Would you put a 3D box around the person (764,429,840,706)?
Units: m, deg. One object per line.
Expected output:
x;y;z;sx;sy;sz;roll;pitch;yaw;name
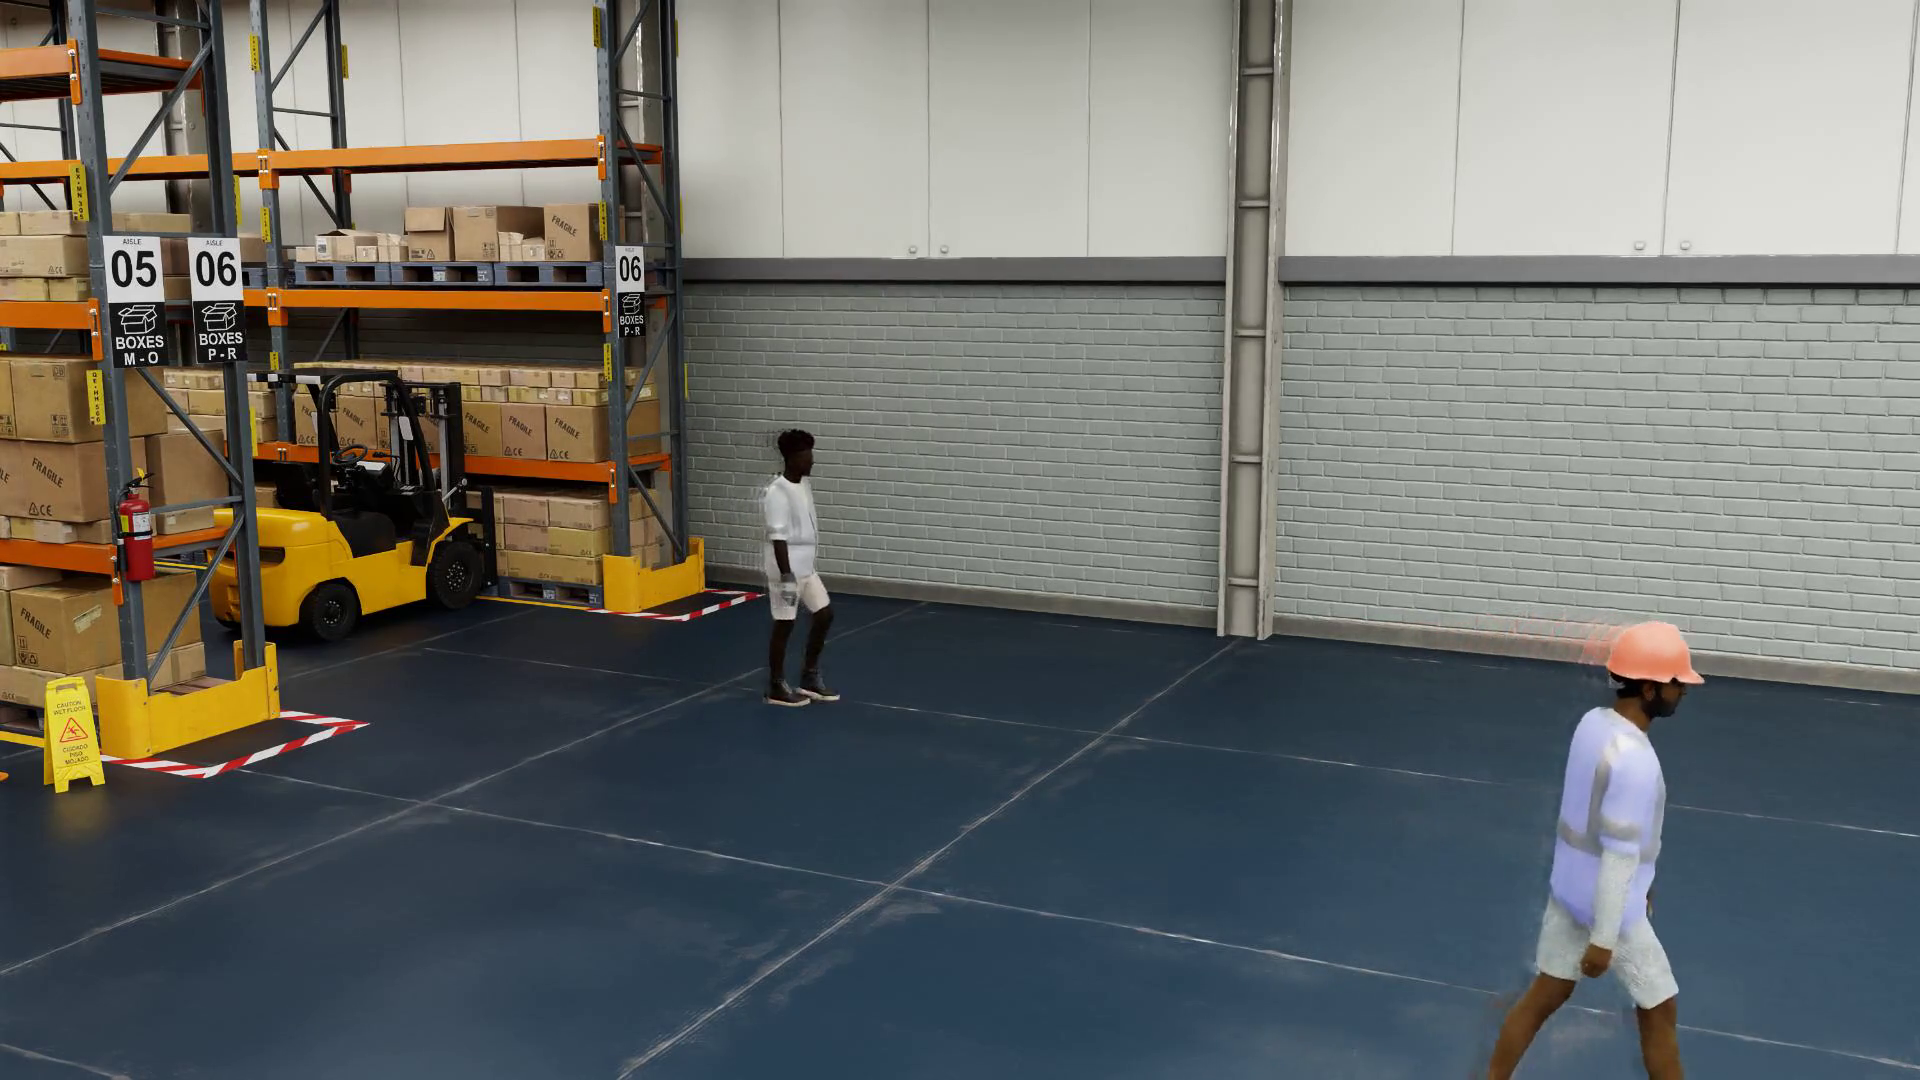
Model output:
-1.069;0.202;11.455;0.630;1.945;0.649;3;10;16;person

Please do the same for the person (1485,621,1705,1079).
2.193;1.195;5.601;0.964;1.890;0.552;0;9;0;person
